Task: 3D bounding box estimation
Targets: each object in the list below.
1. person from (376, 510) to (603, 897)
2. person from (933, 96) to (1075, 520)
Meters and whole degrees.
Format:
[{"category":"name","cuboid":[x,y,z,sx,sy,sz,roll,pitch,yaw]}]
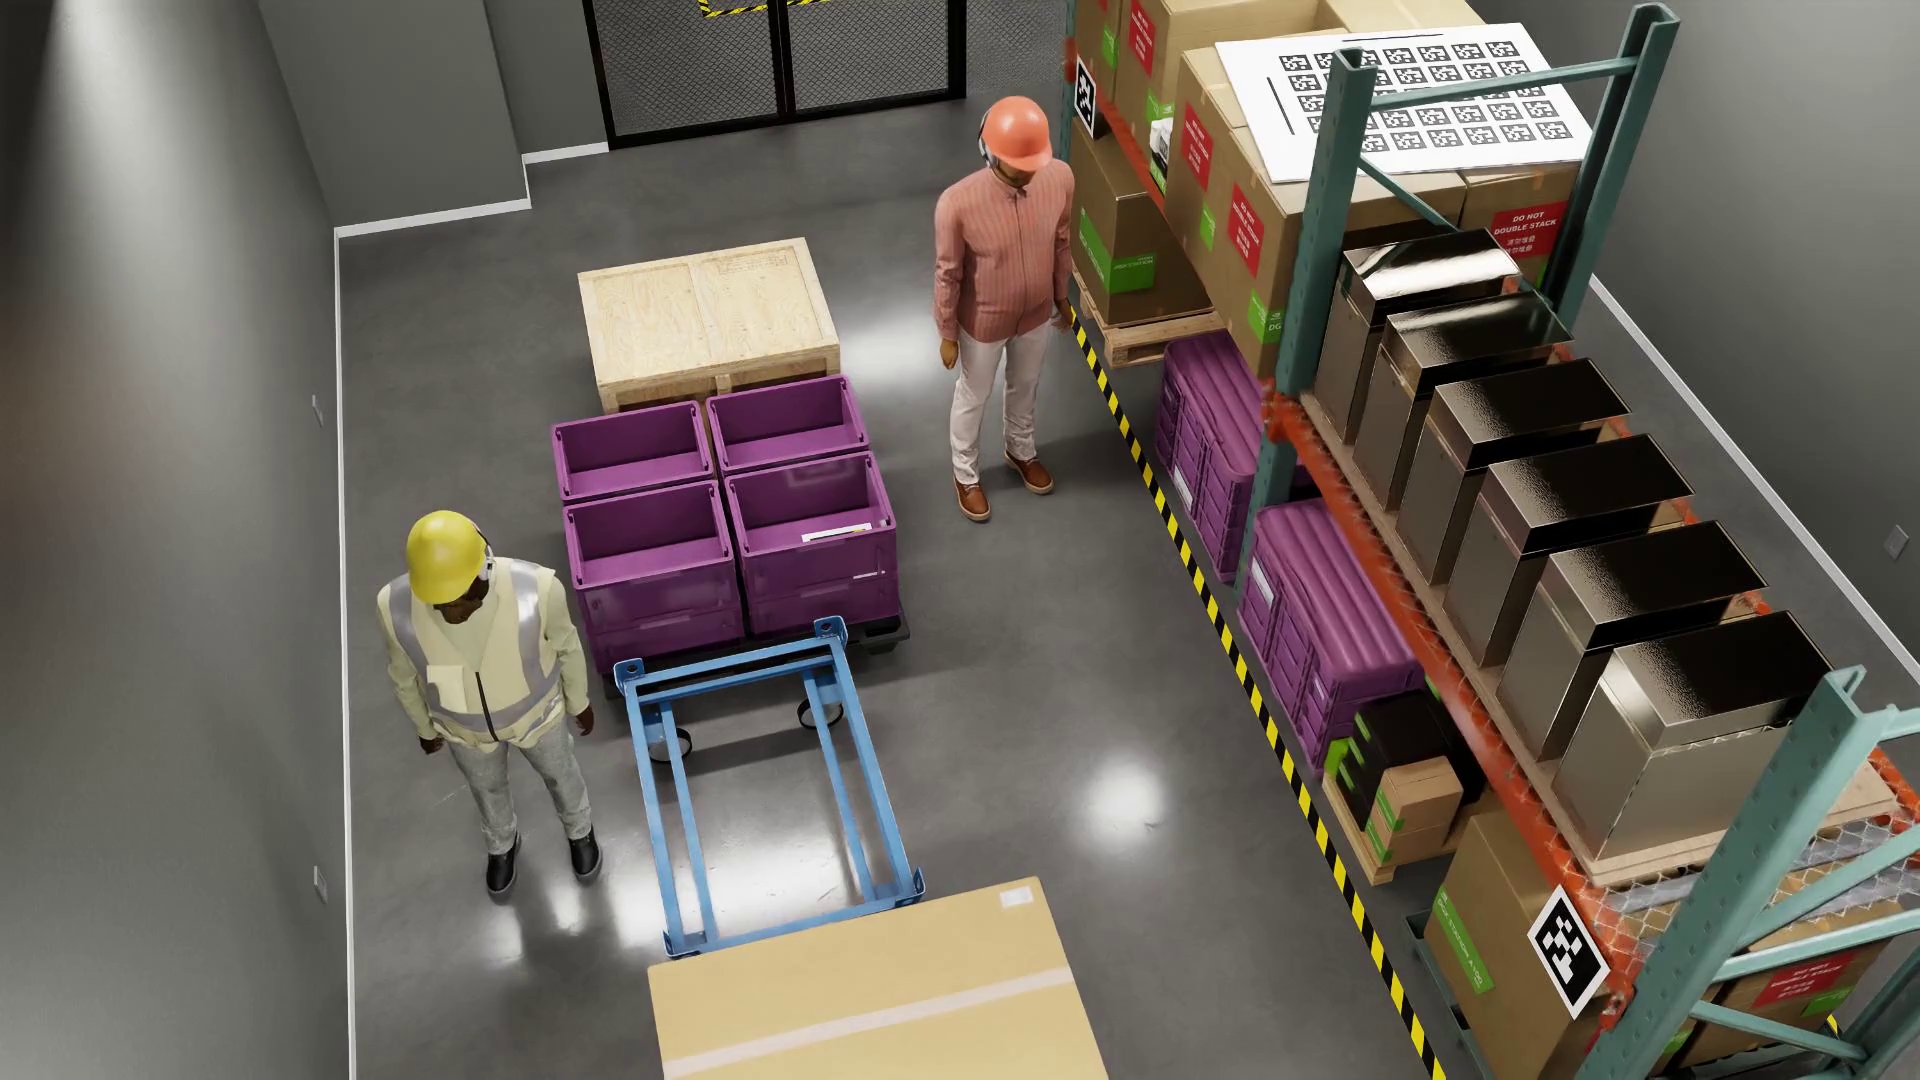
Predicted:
[{"category":"person","cuboid":[-1.506,0.554,5.448,0.597,1.831,0.403,-8,48,-7]},{"category":"person","cuboid":[0.191,-0.913,6.687,0.625,1.991,0.393,-22,51,-19]}]
